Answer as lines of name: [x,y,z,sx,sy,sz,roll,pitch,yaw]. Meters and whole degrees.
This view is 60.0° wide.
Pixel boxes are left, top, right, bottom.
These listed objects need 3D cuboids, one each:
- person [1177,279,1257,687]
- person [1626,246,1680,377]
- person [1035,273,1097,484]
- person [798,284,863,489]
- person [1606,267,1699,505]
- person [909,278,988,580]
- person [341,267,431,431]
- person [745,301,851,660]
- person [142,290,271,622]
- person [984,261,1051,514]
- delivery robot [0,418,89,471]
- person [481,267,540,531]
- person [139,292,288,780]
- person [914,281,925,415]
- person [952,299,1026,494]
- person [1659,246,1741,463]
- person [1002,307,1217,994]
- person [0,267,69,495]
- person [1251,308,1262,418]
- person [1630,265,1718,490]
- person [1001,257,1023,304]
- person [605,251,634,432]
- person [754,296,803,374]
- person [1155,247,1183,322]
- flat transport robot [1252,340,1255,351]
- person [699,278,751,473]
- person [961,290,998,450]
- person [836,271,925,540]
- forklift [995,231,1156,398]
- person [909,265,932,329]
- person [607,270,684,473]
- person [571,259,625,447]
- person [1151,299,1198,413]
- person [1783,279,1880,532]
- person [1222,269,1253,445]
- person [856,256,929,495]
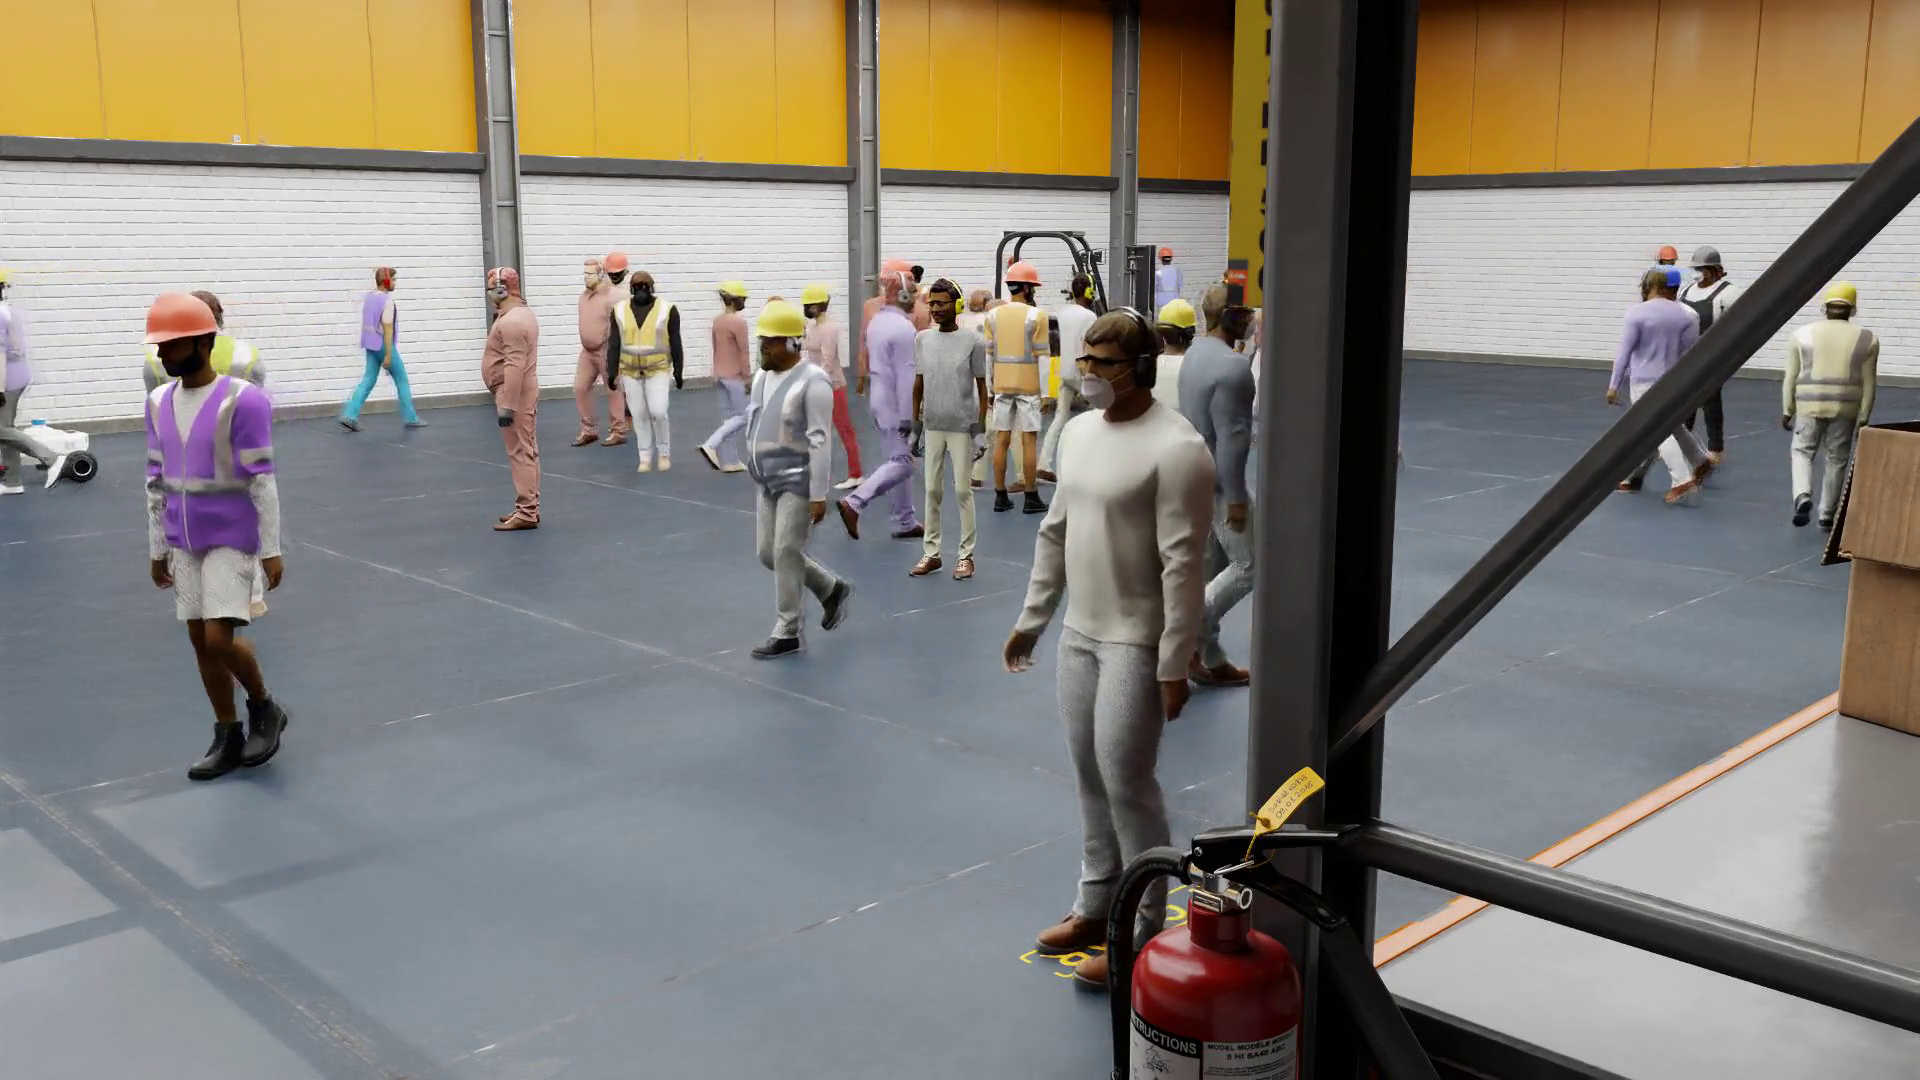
person: [1.208,-0.239,7.749,0.443,1.929,0.649,-2,11,-11]
person: [10.299,-3.353,24.632,0.640,1.978,1.115,-4,11,-23]
person: [1.031,-1.385,14.349,1.011,1.814,0.520,-8,13,-37]
person: [-1.210,-1.258,13.840,0.893,1.722,0.542,-5,11,-25]
person: [5.638,-1.246,13.409,0.655,1.891,1.048,-5,12,-26]
person: [-0.079,-0.683,10.341,0.532,1.868,0.310,4,11,23]
person: [-6.358,-2.086,18.203,0.558,1.794,0.980,9,14,40]
person: [-0.814,-0.311,8.479,0.610,1.814,0.590,-9,13,-39]
person: [-4.165,-0.463,9.253,0.625,1.835,0.432,-3,11,-18]
person: [0.455,-1.170,12.817,0.548,1.932,0.377,5,12,27]
delivery robot: [-7.913,-0.804,14.306,0.477,0.478,0.707,9,13,40]
person: [-3.259,-1.019,12.089,0.406,1.902,0.638,-1,10,-6]
person: [-2.935,0.000,6.479,0.569,1.914,0.410,3,11,17]
person: [-0.619,-2.302,19.810,0.500,1.633,0.282,3,11,17]
person: [0.245,-1.172,13.709,0.757,1.600,0.521,1,10,4]
person: [6.952,-1.744,15.654,0.553,2.000,0.696,-5,11,-24]
person: [0.434,0.300,4.812,0.428,1.935,0.643,-6,12,-29]
person: [-7.728,-1.304,13.587,0.576,1.914,0.595,-4,11,-21]
person: [3.562,-2.206,19.361,0.807,1.598,0.585,-7,13,-35]
person: [5.964,-1.340,13.885,0.961,1.902,0.646,-1,10,-7]
person: [0.777,-3.080,23.530,0.978,1.835,0.583,-9,14,-41]
person: [-3.650,-2.116,17.910,0.744,1.951,0.542,1,10,8]
person: [-1.540,-1.333,14.556,0.525,1.612,0.498,7,13,35]
person: [3.579,-4.097,28.775,0.551,1.936,0.367,-1,10,-8]
flat transport robot: [5.470,-3.520,30.168,1.431,0.197,0.652,0,10,-1]
person: [-2.083,-1.449,14.820,0.512,1.749,0.535,-7,13,-35]
person: [0.223,-1.689,16.585,0.870,1.591,0.519,-7,12,-32]
person: [-0.509,-0.914,11.545,0.718,1.890,0.653,-4,11,-20]
forklift: [1.222,-2.721,20.561,2.313,2.155,1.214,2,11,13]
person: [-0.654,-3.211,24.611,0.535,1.691,0.318,3,11,16]
person: [-2.823,-1.498,14.911,0.657,1.823,0.474,1,10,4]
person: [-3.668,-1.869,16.750,0.649,1.884,0.663,7,12,33]
person: [1.239,-0.495,9.585,0.525,1.772,0.304,9,14,41]
person: [6.192,-0.939,11.866,0.592,1.822,0.549,5,12,27]
person: [2.805,-1.853,16.828,0.460,1.830,0.593,-1,10,-7]
person: [-0.525,-1.397,13.961,0.619,1.968,0.882,5,12,26]
